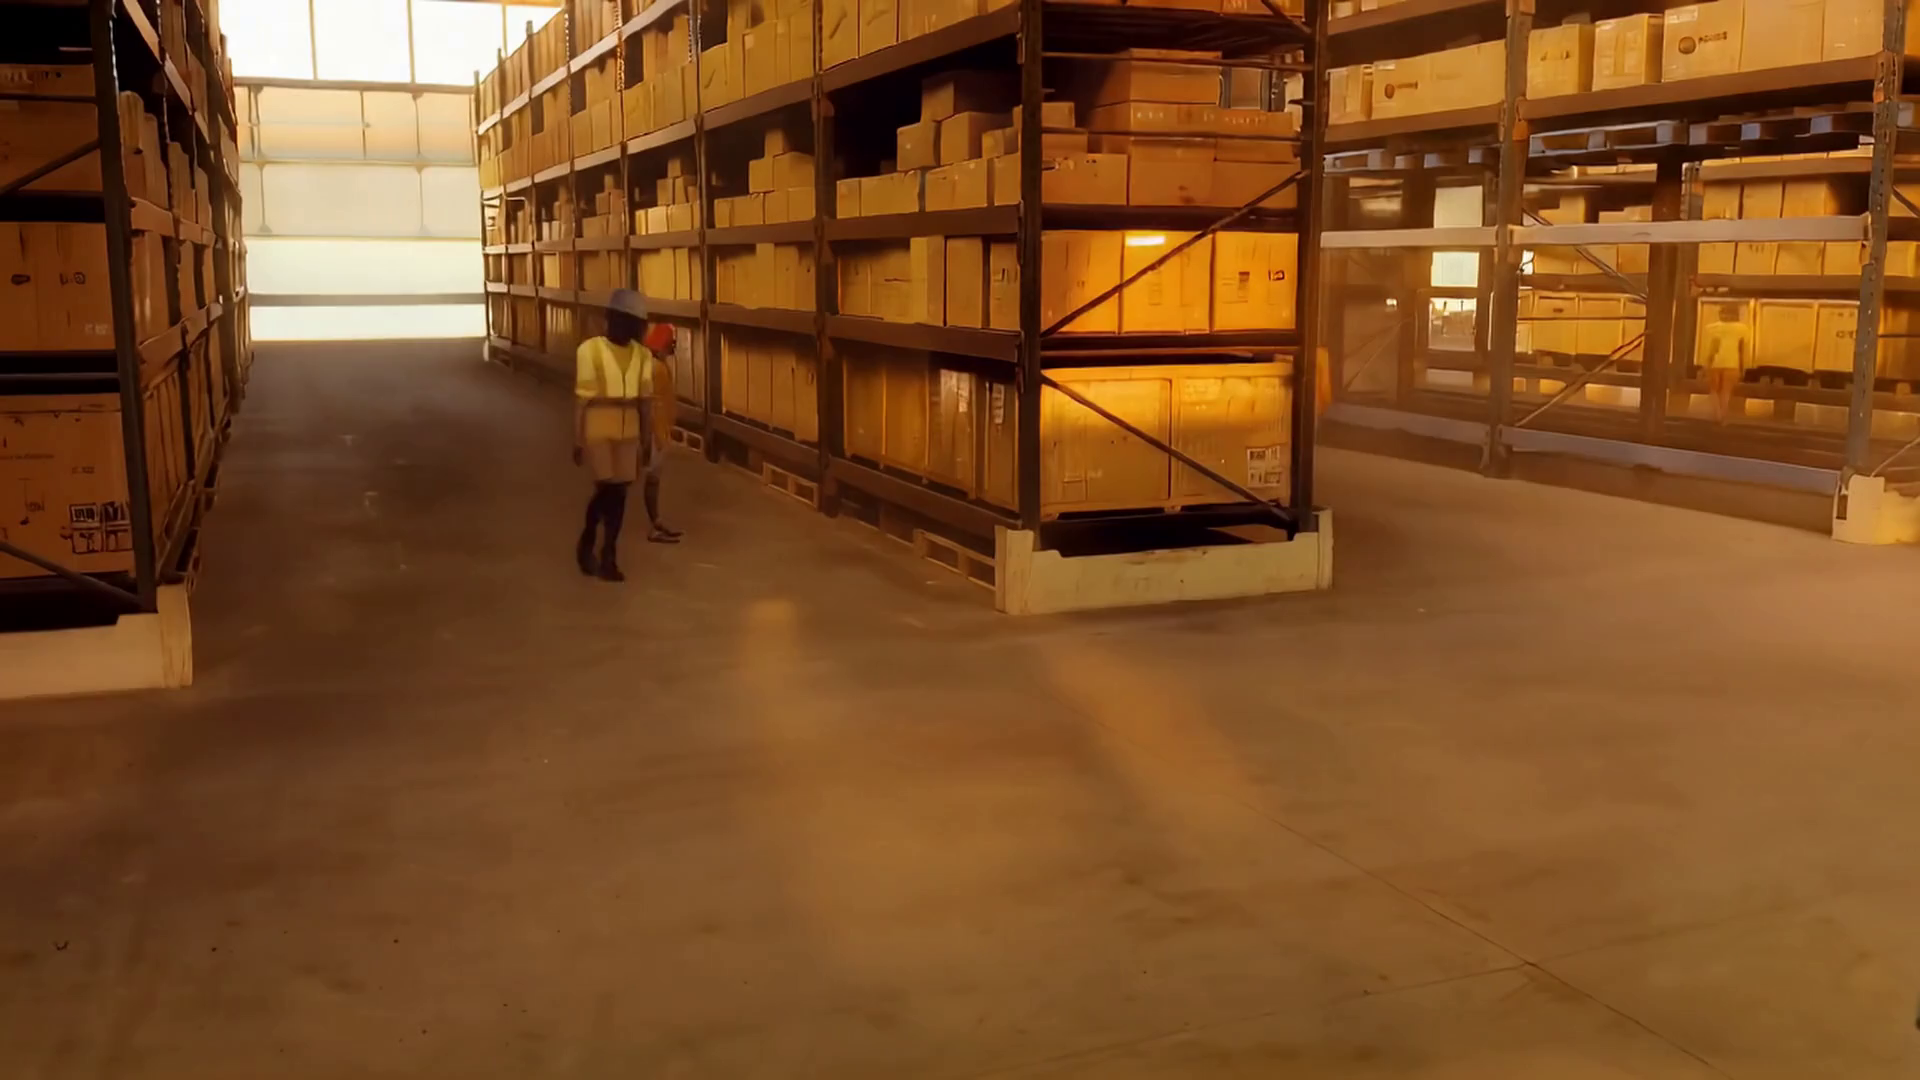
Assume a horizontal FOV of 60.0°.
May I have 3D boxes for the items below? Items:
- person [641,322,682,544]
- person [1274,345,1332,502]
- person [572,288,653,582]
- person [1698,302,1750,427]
[{"bbox_3d":[-2.218,-0.791,12.324,0.286,1.633,0.501,-1,10,-4],"label":"person"},{"bbox_3d":[2.863,-1.081,14.065,0.544,1.622,0.375,-3,10,-15],"label":"person"},{"bbox_3d":[-2.243,-0.677,10.815,0.588,1.907,0.413,-8,12,-39],"label":"person"},{"bbox_3d":[9.169,-2.037,19.918,0.501,1.607,0.730,1,9,4],"label":"person"}]
